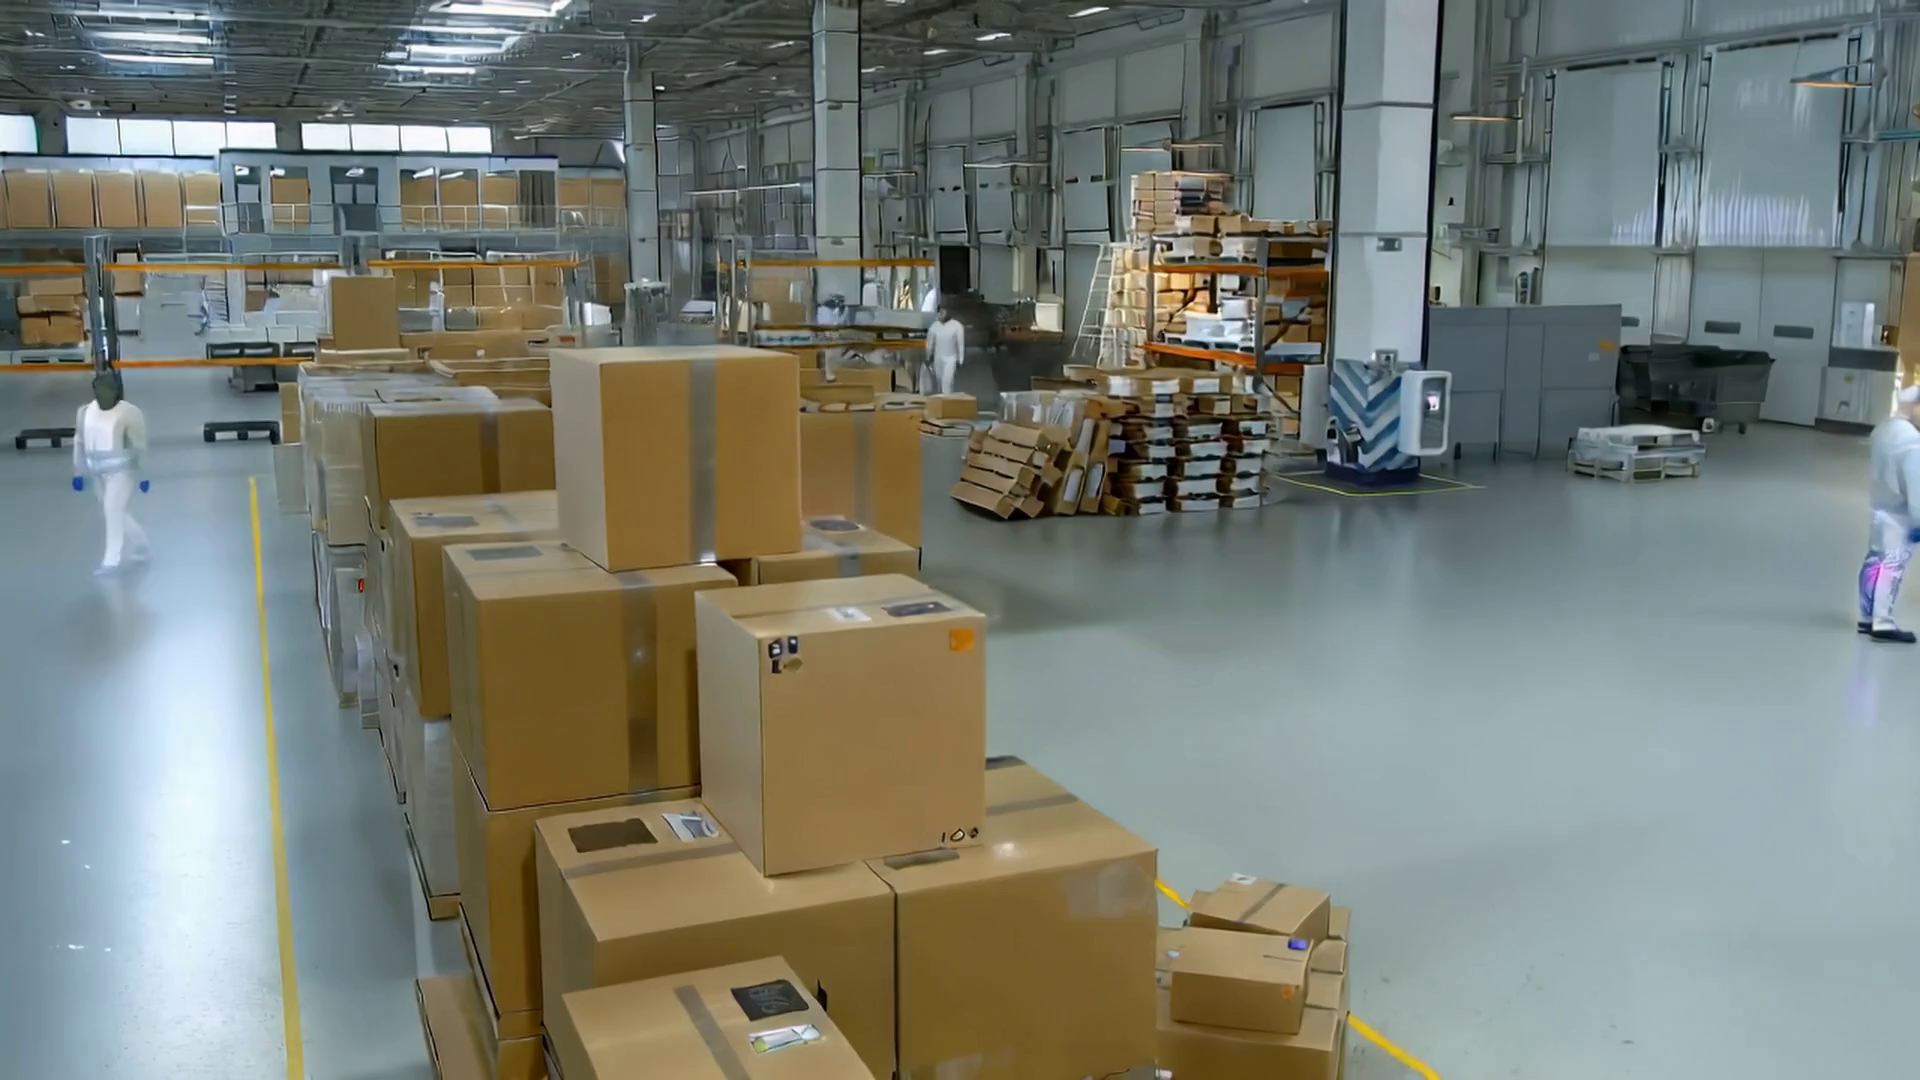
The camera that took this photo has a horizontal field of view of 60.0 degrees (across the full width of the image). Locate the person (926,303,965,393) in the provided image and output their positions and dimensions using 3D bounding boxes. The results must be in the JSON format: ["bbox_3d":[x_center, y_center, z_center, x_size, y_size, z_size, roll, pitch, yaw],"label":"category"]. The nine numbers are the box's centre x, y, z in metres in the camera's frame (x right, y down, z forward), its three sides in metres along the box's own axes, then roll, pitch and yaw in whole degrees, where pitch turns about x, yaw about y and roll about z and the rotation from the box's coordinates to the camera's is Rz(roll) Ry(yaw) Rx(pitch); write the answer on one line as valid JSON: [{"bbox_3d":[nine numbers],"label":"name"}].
[{"bbox_3d":[-0.287,-2.983,27.768,0.661,1.912,0.738,6,12,28],"label":"person"}]

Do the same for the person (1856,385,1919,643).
[{"bbox_3d":[6.970,-0.191,12.381,0.385,1.929,0.636,0,10,0],"label":"person"}]

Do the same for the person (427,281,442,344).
[{"bbox_3d":[-14.048,-5.998,44.526,0.352,1.877,0.573,-8,13,-38],"label":"person"}]

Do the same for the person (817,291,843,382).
[{"bbox_3d":[-2.684,-4.230,34.684,0.608,1.901,0.498,-8,13,-39],"label":"person"}]

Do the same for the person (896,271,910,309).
[{"bbox_3d":[-2.031,-8.456,58.143,0.513,1.853,0.510,-6,12,-31],"label":"person"}]

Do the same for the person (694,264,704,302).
[{"bbox_3d":[-12.210,-11.961,77.506,0.636,1.828,0.548,-9,13,-39],"label":"person"}]

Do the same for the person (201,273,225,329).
[{"bbox_3d":[-24.952,-7.919,55.130,1.017,1.861,0.612,4,11,19],"label":"person"}]

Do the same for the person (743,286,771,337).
[{"bbox_3d":[-4.315,-4.353,34.991,0.706,2.000,0.539,-8,13,-38],"label":"person"}]

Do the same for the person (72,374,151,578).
[{"bbox_3d":[-7.637,-0.618,15.075,0.617,1.809,0.942,2,10,10],"label":"person"}]

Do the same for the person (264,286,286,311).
[{"bbox_3d":[-15.941,-4.961,38.725,0.552,1.906,0.905,1,10,7],"label":"person"}]

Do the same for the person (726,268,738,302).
[{"bbox_3d":[-8.186,-8.775,59.619,0.398,1.945,0.616,6,12,32],"label":"person"}]

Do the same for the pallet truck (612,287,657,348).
[{"bbox_3d":[-6.464,-4.406,35.401,0.823,1.965,1.885,6,12,32],"label":"pallet truck"}]

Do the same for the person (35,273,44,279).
[{"bbox_3d":[-28.913,-7.460,52.446,0.735,1.920,0.556,4,11,19],"label":"person"}]

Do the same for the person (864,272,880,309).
[{"bbox_3d":[-2.773,-7.354,51.756,0.611,1.965,0.896,-1,10,-6],"label":"person"}]
